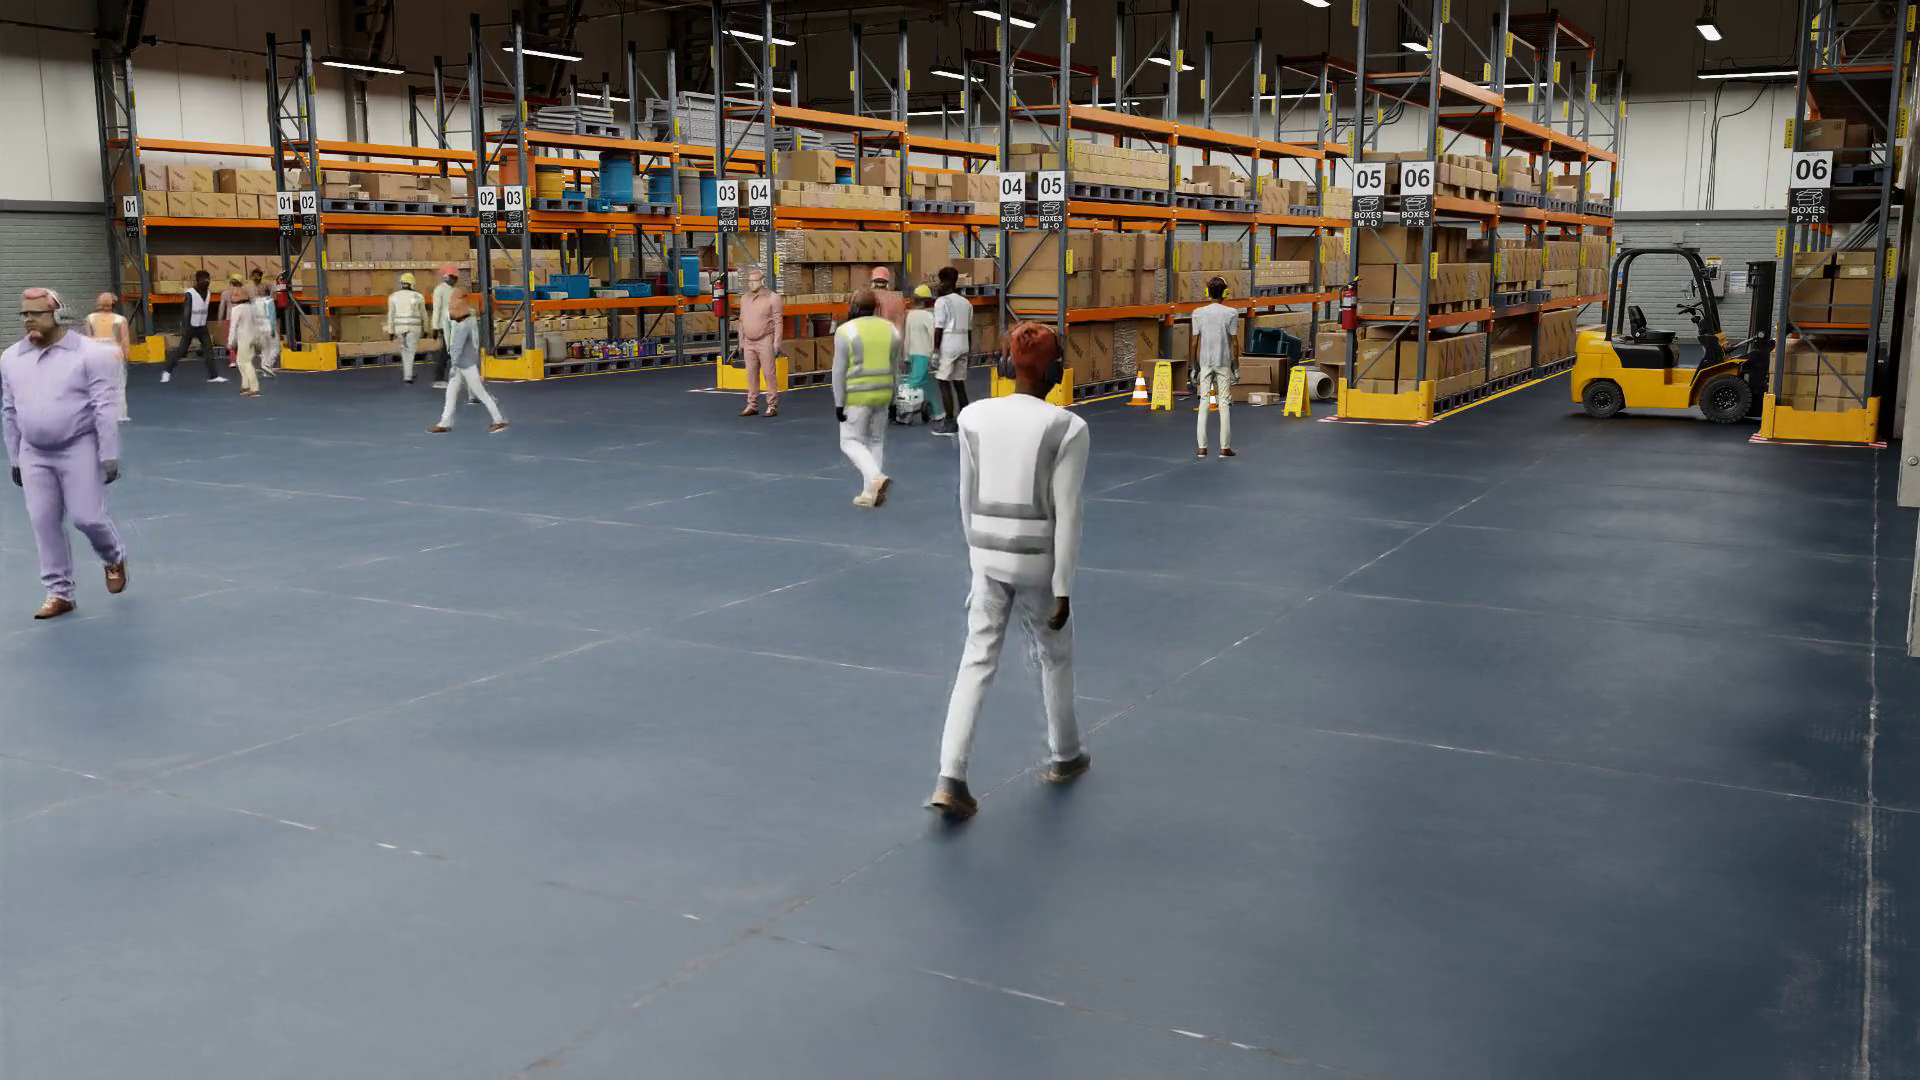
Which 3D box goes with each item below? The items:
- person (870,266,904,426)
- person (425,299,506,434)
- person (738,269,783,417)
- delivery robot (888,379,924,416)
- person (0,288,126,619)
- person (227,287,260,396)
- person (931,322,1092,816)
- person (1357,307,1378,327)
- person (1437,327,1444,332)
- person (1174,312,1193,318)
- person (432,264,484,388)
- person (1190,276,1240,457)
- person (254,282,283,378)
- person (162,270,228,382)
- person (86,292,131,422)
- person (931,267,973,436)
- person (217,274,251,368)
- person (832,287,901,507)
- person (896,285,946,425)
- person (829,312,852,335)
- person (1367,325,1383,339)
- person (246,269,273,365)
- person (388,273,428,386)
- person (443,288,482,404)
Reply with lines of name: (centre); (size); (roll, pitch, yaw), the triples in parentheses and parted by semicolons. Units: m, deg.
person: (-0.982, -2.316, 20.051); (0.620, 1.965, 0.916); (0, 10, 0)
person: (-5.783, -2.025, 19.460); (0.896, 1.582, 0.500); (-5, 11, -25)
person: (-2.602, -2.538, 21.496); (0.652, 1.904, 0.402); (5, 11, 28)
delivery robot: (-0.675, -1.747, 20.537); (0.477, 0.478, 0.707); (2, 10, 13)
person: (-5.206, -0.514, 9.677); (0.655, 1.893, 0.576); (0, 10, -2)
person: (-10.669, -2.928, 24.634); (0.577, 1.613, 0.503); (0, 10, 2)
person: (0.204, 0.100, 6.264); (0.576, 1.840, 0.992); (5, 11, 27)
person: (9.832, -5.708, 40.146); (1.040, 1.887, 0.650); (4, 11, 24)
person: (10.178, -4.881, 35.465); (0.617, 1.807, 0.709); (3, 10, 18)
person: (4.774, -4.981, 35.495); (0.606, 2.014, 0.978); (3, 10, 18)
person: (-7.871, -3.320, 25.951); (1.018, 1.937, 0.640); (3, 10, 16)
person: (2.635, -1.785, 17.192); (0.543, 1.870, 0.331); (3, 10, 17)
person: (-11.815, -3.578, 28.392); (0.533, 1.623, 0.372); (6, 11, 31)
person: (-12.694, -3.518, 27.421); (1.029, 1.860, 0.636); (2, 10, 12)
person: (-10.549, -2.252, 20.615); (0.531, 1.623, 0.543); (-1, 10, -5)
person: (-0.102, -2.186, 19.319); (0.411, 1.953, 0.628); (7, 12, 35)
person: (-13.587, -4.096, 31.150); (0.618, 1.729, 0.668); (-4, 11, -23)
person: (-0.729, -1.136, 13.543); (0.636, 1.828, 0.626); (-7, 12, -36)
person: (-0.462, -2.282, 20.559); (0.925, 1.718, 0.529); (-6, 11, -32)
person: (-2.304, -4.159, 31.685); (0.550, 1.649, 0.845); (4, 10, 22)
person: (9.163, -5.090, 36.588); (0.509, 1.858, 0.333); (3, 10, 15)
person: (-13.084, -4.120, 30.976); (0.542, 1.827, 0.931); (0, 10, 2)
person: (-8.893, -3.409, 26.943); (0.585, 1.783, 0.906); (1, 10, 5)
person: (-6.978, -2.713, 23.315); (0.497, 1.633, 0.284); (1, 10, 5)
